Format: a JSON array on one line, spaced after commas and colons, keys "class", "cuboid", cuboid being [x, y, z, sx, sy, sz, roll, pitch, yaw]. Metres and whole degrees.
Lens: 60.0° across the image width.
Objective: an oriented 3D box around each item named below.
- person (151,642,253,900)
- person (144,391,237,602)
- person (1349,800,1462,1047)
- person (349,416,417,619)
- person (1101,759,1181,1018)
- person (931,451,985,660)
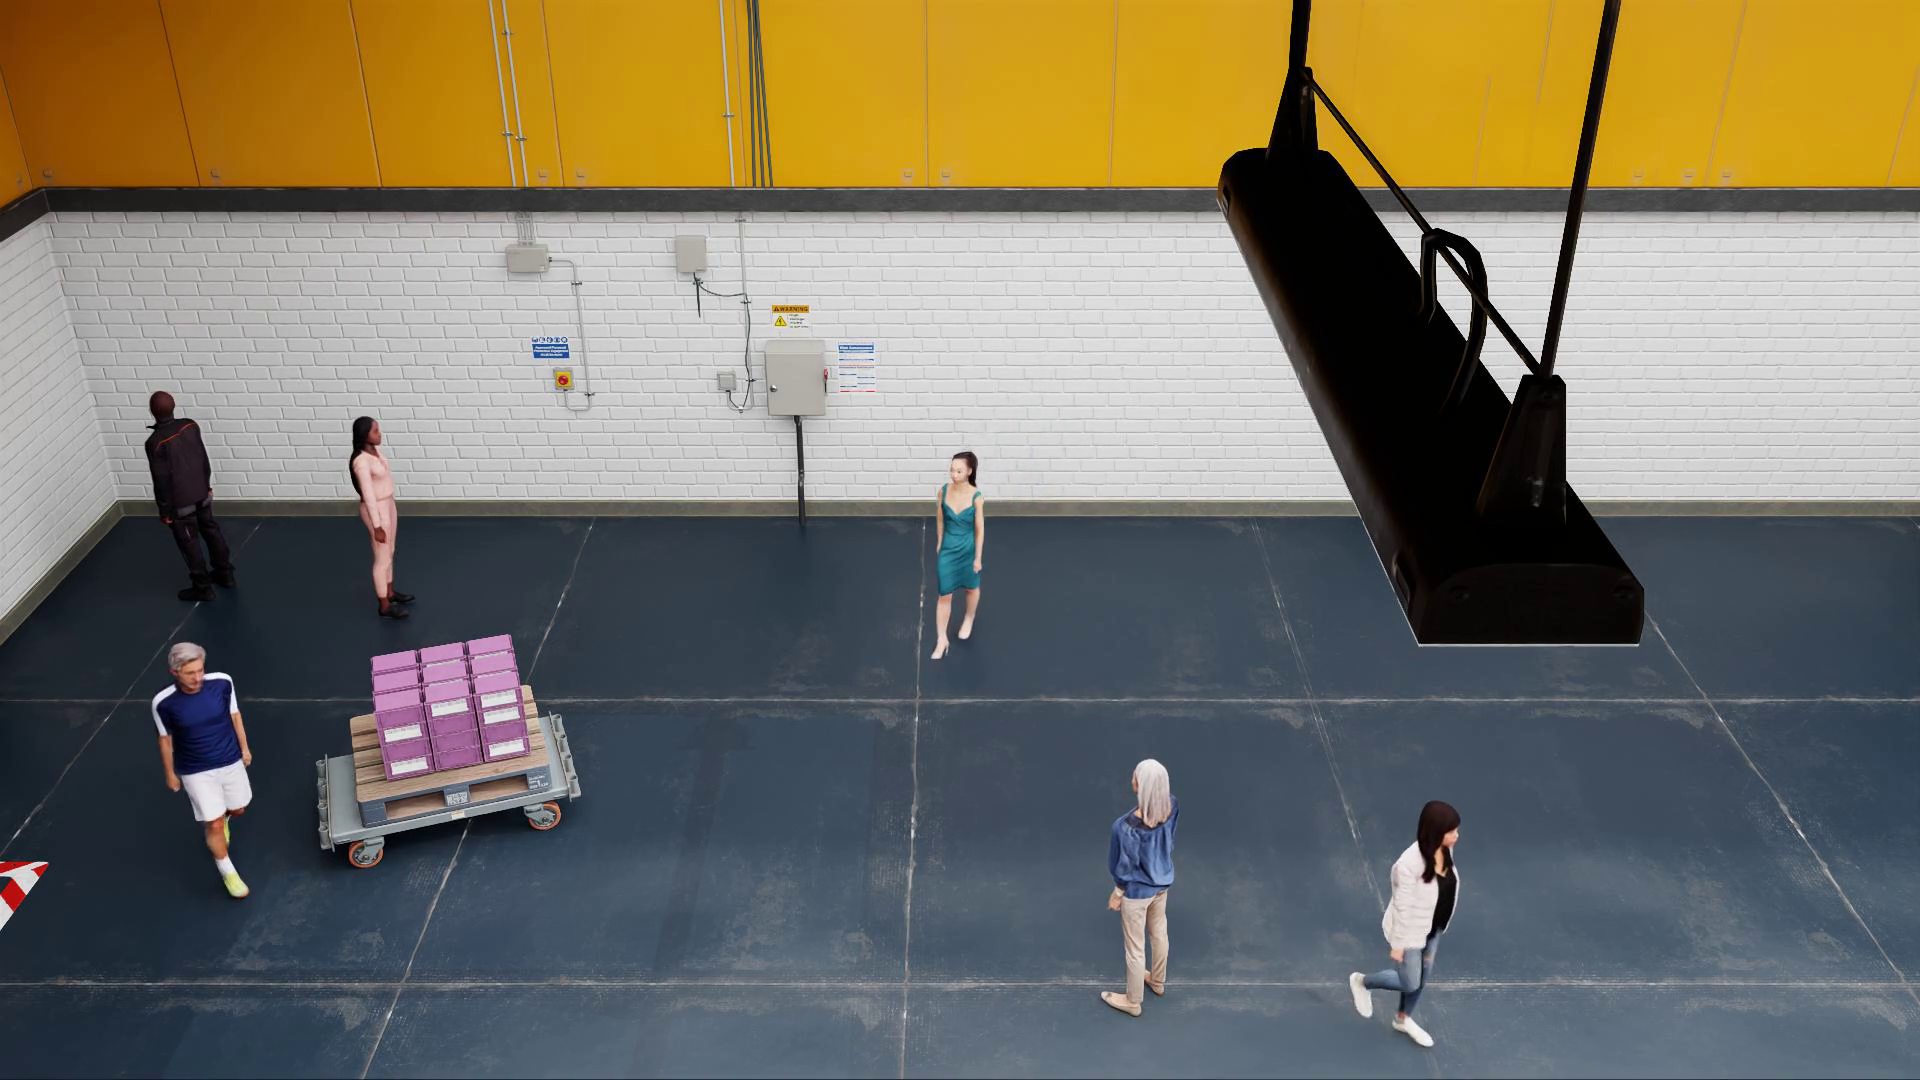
[{"class": "person", "cuboid": [-4.698, 1.356, 10.366, 0.989, 1.807, 1.075, -18, 33, -30]}, {"class": "person", "cuboid": [-6.283, -0.367, 13.505, 0.846, 1.825, 0.689, 12, 31, 20]}, {"class": "person", "cuboid": [2.457, 2.093, 9.212, 0.843, 1.619, 0.908, -23, 36, -35]}, {"class": "person", "cuboid": [-4.647, -0.192, 13.294, 0.702, 1.720, 0.486, -3, 29, -6]}, {"class": "person", "cuboid": [1.044, 1.950, 9.391, 0.766, 1.697, 0.701, 24, 37, 37]}, {"class": "person", "cuboid": [0.041, 0.066, 12.885, 0.774, 1.660, 0.964, 10, 30, 18]}]
